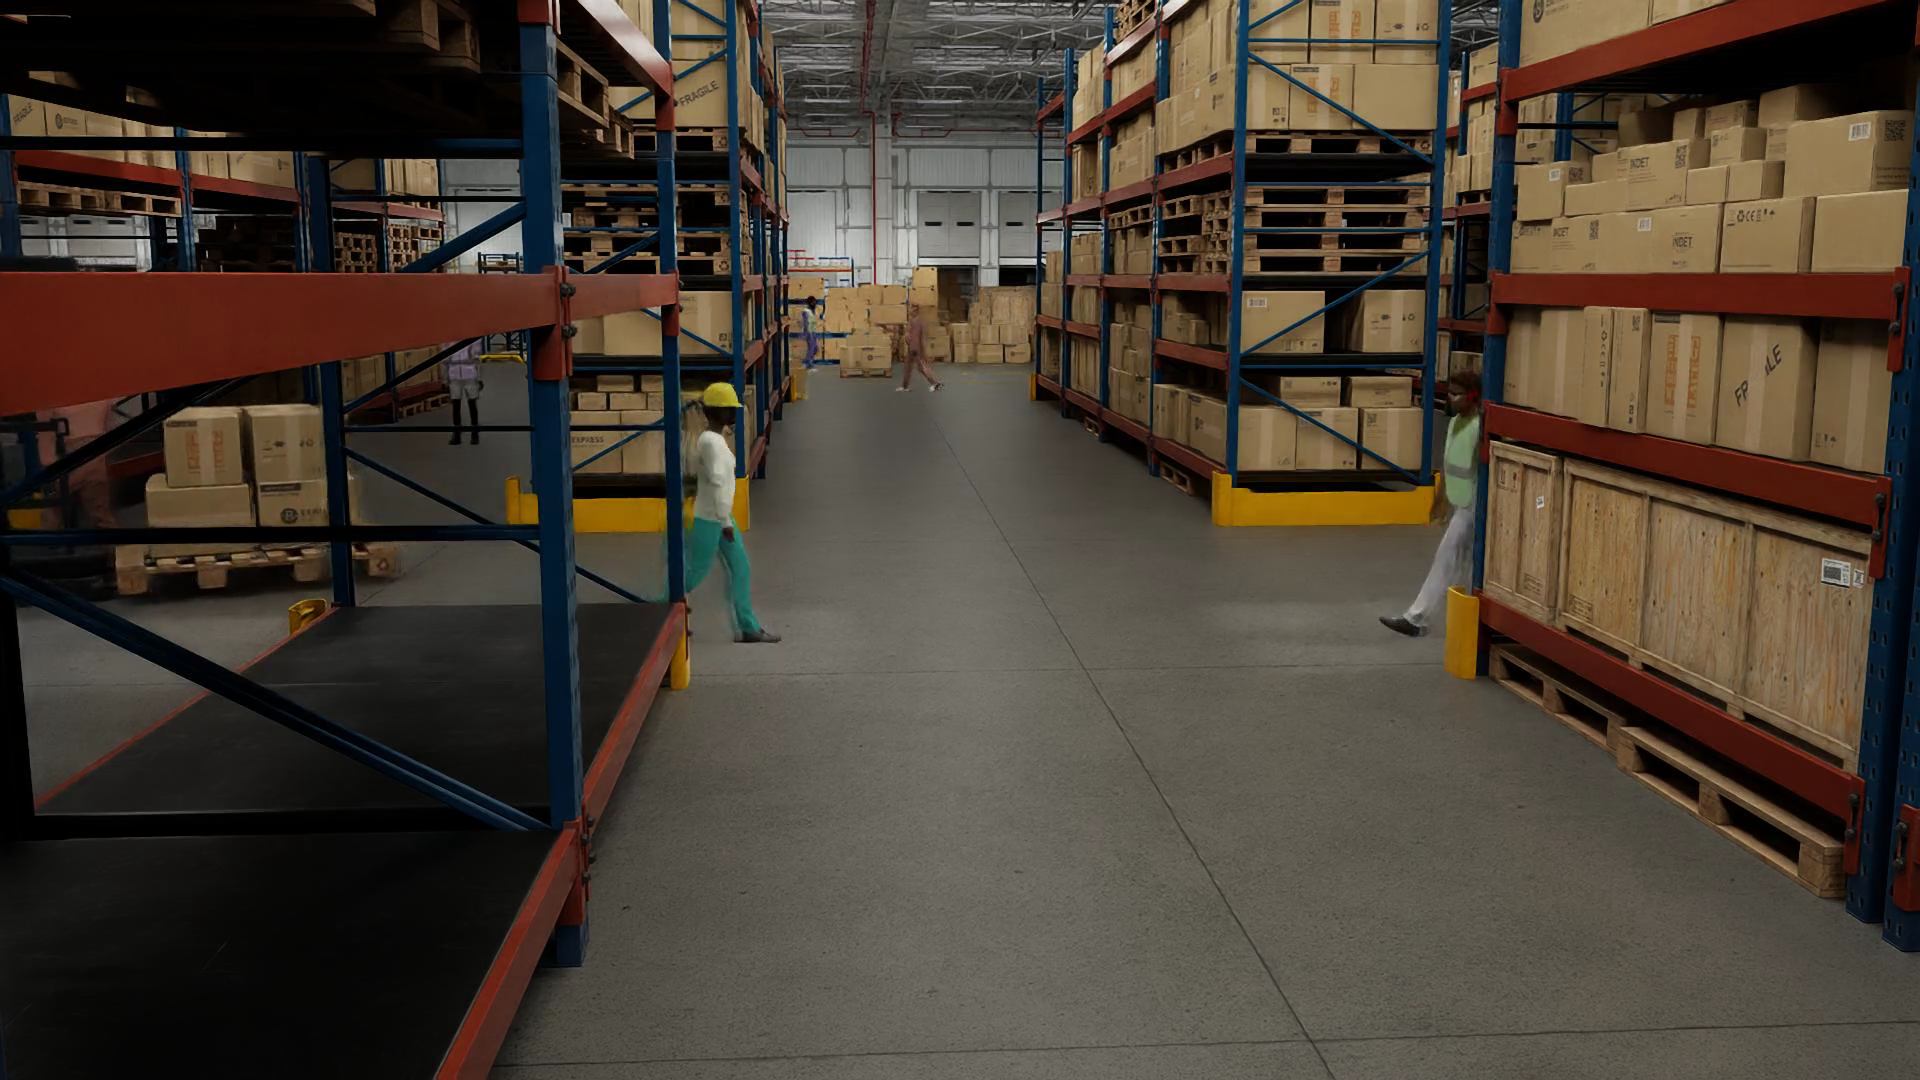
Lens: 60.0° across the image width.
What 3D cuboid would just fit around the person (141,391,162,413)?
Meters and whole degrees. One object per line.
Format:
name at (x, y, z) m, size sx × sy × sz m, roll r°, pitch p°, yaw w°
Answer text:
person at (-13.398, -2.811, 27.483) m, size 0.540 × 1.696 × 0.317 m, roll -5°, pitch 10°, yaw -30°

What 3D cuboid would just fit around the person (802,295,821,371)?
person at (-3.729, -5.160, 41.599) m, size 0.434 × 1.899 × 0.594 m, roll 4°, pitch 10°, yaw 25°

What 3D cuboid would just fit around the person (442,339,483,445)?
person at (-7.067, -2.314, 23.618) m, size 0.550 × 1.937 × 0.377 m, roll -1°, pitch 9°, yaw -6°

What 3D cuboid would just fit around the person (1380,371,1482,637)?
person at (3.325, -0.232, 11.031) m, size 1.017 × 1.781 × 0.600 m, roll 0°, pitch 9°, yaw -2°

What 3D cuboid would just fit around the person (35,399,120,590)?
person at (-6.834, -0.541, 12.719) m, size 0.946 × 1.860 × 0.678 m, roll 4°, pitch 10°, yaw 23°

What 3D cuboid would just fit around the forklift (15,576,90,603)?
forklift at (-7.462, -0.938, 12.018) m, size 1.873 × 2.768 × 1.129 m, roll -4°, pitch 10°, yaw -26°

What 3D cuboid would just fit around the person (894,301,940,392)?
person at (-0.872, -3.981, 34.276) m, size 0.897 × 1.873 × 0.649 m, roll -1°, pitch 9°, yaw -6°

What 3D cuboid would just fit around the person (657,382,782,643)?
person at (-1.641, -0.159, 10.733) m, size 0.857 × 1.731 × 0.521 m, roll 0°, pitch 9°, yaw -1°
